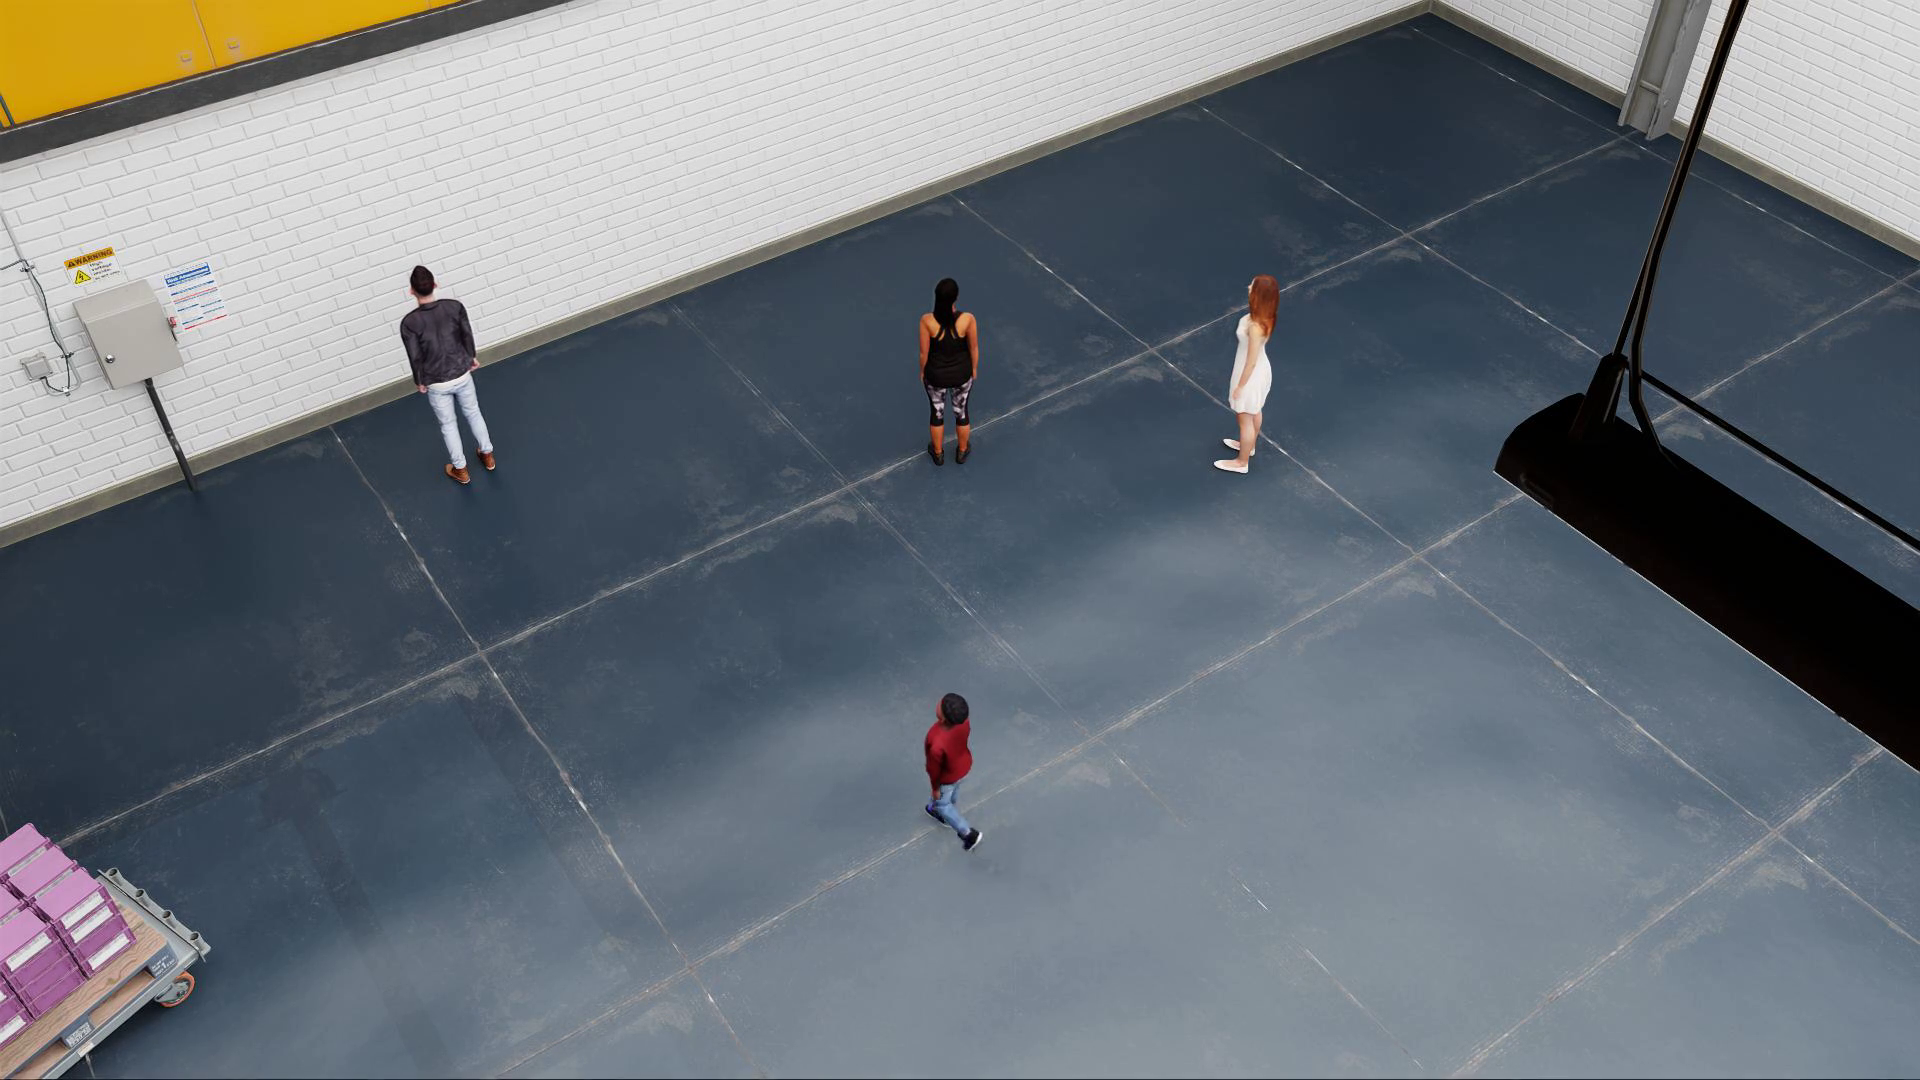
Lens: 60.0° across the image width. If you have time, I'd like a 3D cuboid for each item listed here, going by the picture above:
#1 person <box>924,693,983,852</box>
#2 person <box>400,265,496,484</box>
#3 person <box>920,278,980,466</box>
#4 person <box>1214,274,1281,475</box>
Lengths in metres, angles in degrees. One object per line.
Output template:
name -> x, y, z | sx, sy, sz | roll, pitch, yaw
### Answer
person -> -0.020, 1.369, 9.839 | 0.784, 1.244, 0.628 | 27, 50, 26
person -> -3.734, -1.199, 12.106 | 0.674, 1.836, 0.559 | -31, 51, -28
person -> -0.088, -1.249, 12.285 | 0.660, 1.662, 0.665 | -3, 44, -3
person -> 2.147, -1.229, 12.228 | 0.674, 1.711, 0.640 | 16, 46, 16
